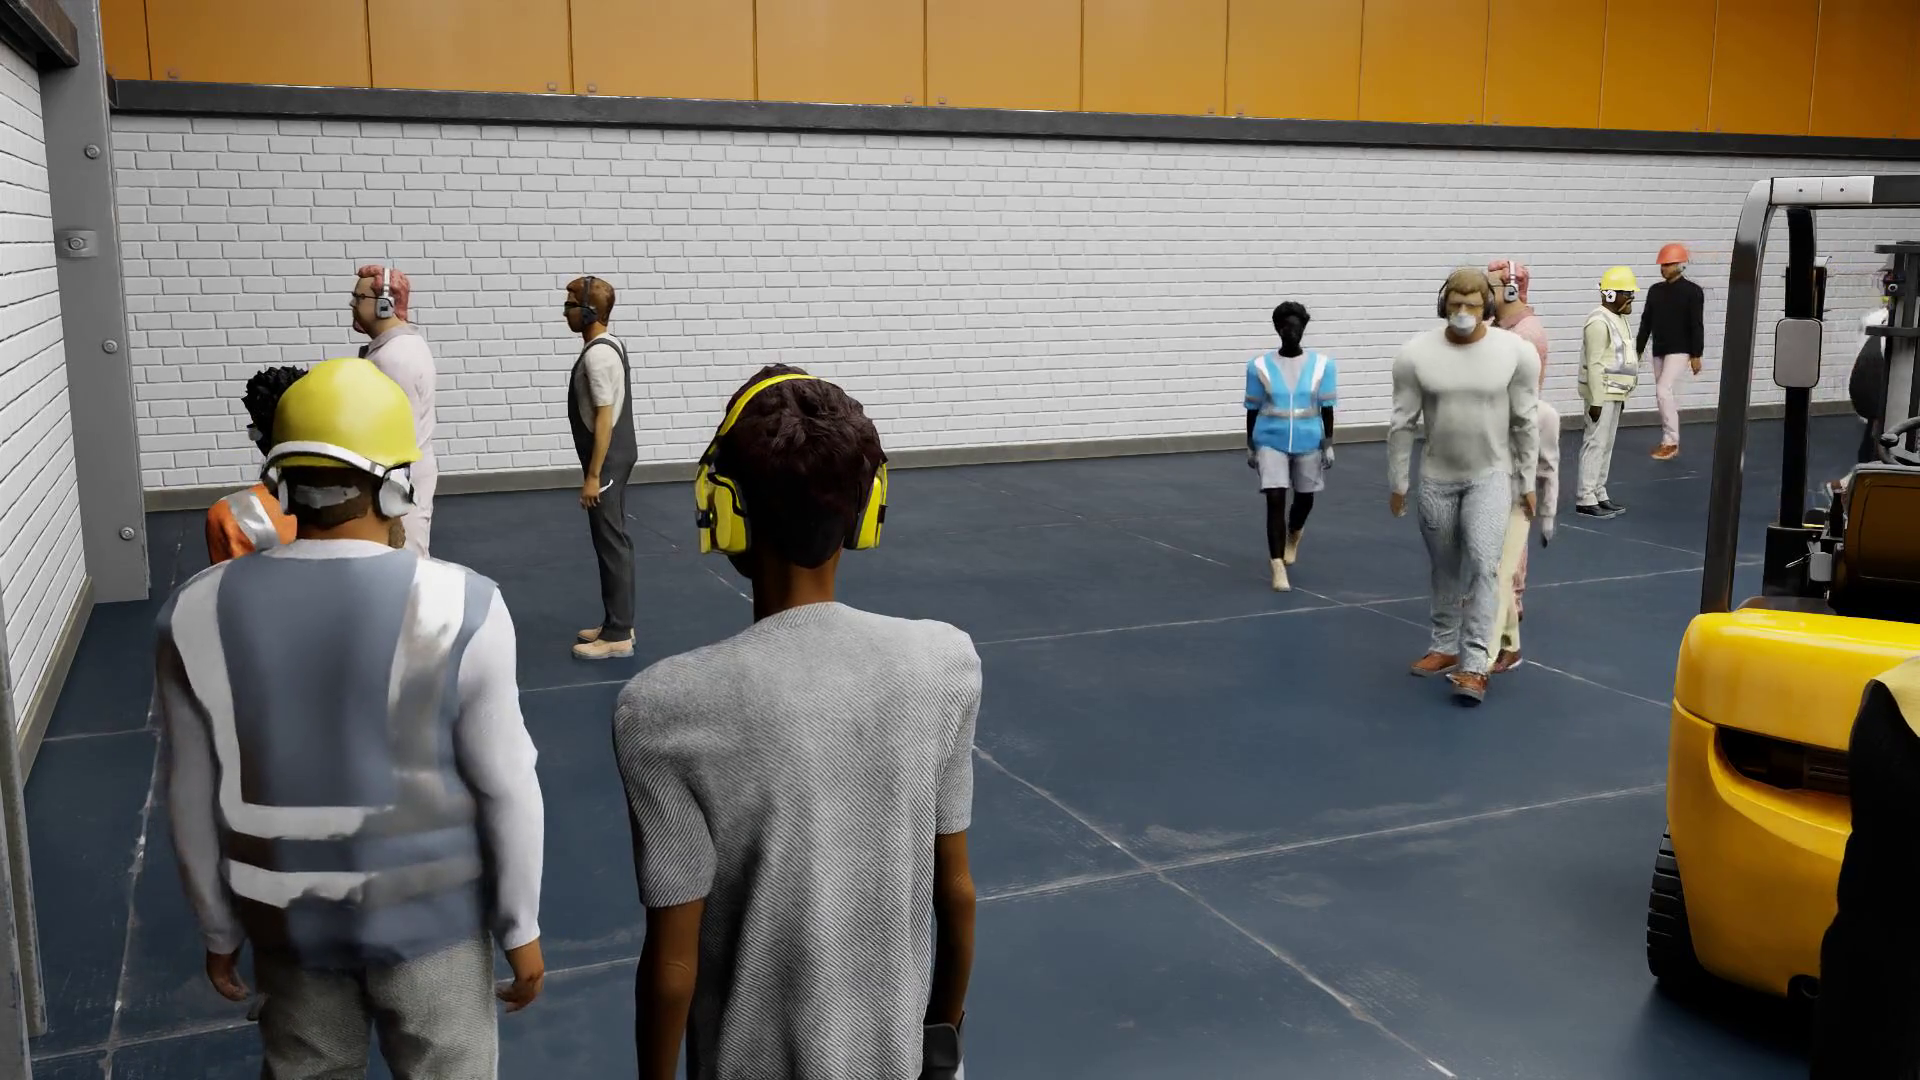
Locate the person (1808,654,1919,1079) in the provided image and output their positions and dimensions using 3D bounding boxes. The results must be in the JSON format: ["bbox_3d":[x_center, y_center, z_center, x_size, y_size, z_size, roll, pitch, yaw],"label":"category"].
[{"bbox_3d":[1.338,0.736,2.094,0.621,1.845,0.429,-1,10,-5],"label":"person"}]

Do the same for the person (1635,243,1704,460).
[{"bbox_3d":[6.454,-1.720,15.252,0.622,1.971,0.633,-3,11,-17],"label":"person"}]

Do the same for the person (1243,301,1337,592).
[{"bbox_3d":[1.925,-0.575,9.781,0.535,1.670,0.763,1,10,5],"label":"person"}]

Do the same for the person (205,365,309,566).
[{"bbox_3d":[-1.730,0.381,4.472,0.320,1.694,0.521,9,14,42],"label":"person"}]

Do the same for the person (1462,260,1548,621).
[{"bbox_3d":[2.855,-0.520,8.837,0.407,1.908,0.642,0,10,3],"label":"person"}]

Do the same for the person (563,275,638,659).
[{"bbox_3d":[-1.739,-0.347,8.049,0.344,1.847,0.503,-1,10,-4],"label":"person"}]

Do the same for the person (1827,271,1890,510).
[{"bbox_3d":[6.232,-0.935,11.323,0.518,1.843,0.537,-6,12,-30],"label":"person"}]

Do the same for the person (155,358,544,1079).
[{"bbox_3d":[-0.988,0.613,2.803,0.600,1.827,0.404,0,10,1],"label":"person"}]

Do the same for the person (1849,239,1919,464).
[{"bbox_3d":[5.755,-0.837,10.213,0.540,2.000,0.685,7,12,33],"label":"person"}]

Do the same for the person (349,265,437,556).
[{"bbox_3d":[-2.433,-0.211,7.121,0.408,1.913,0.642,-3,11,-15],"label":"person"}]

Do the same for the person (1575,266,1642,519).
[{"bbox_3d":[4.705,-1.066,12.089,0.403,1.825,0.592,7,12,34],"label":"person"}]

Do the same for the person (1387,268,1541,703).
[{"bbox_3d":[2.210,-0.243,7.391,0.654,1.892,0.812,5,11,25],"label":"person"}]

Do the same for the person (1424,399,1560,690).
[{"bbox_3d":[2.394,-0.116,7.503,0.871,1.578,0.495,-9,14,-42],"label":"person"}]

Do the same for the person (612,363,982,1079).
[{"bbox_3d":[-0.206,0.713,2.146,0.514,1.872,0.328,-7,13,-35],"label":"person"}]

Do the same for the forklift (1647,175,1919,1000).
[{"bbox_3d":[2.810,0.094,4.662,1.214,2.155,2.313,7,12,34],"label":"forklift"}]
